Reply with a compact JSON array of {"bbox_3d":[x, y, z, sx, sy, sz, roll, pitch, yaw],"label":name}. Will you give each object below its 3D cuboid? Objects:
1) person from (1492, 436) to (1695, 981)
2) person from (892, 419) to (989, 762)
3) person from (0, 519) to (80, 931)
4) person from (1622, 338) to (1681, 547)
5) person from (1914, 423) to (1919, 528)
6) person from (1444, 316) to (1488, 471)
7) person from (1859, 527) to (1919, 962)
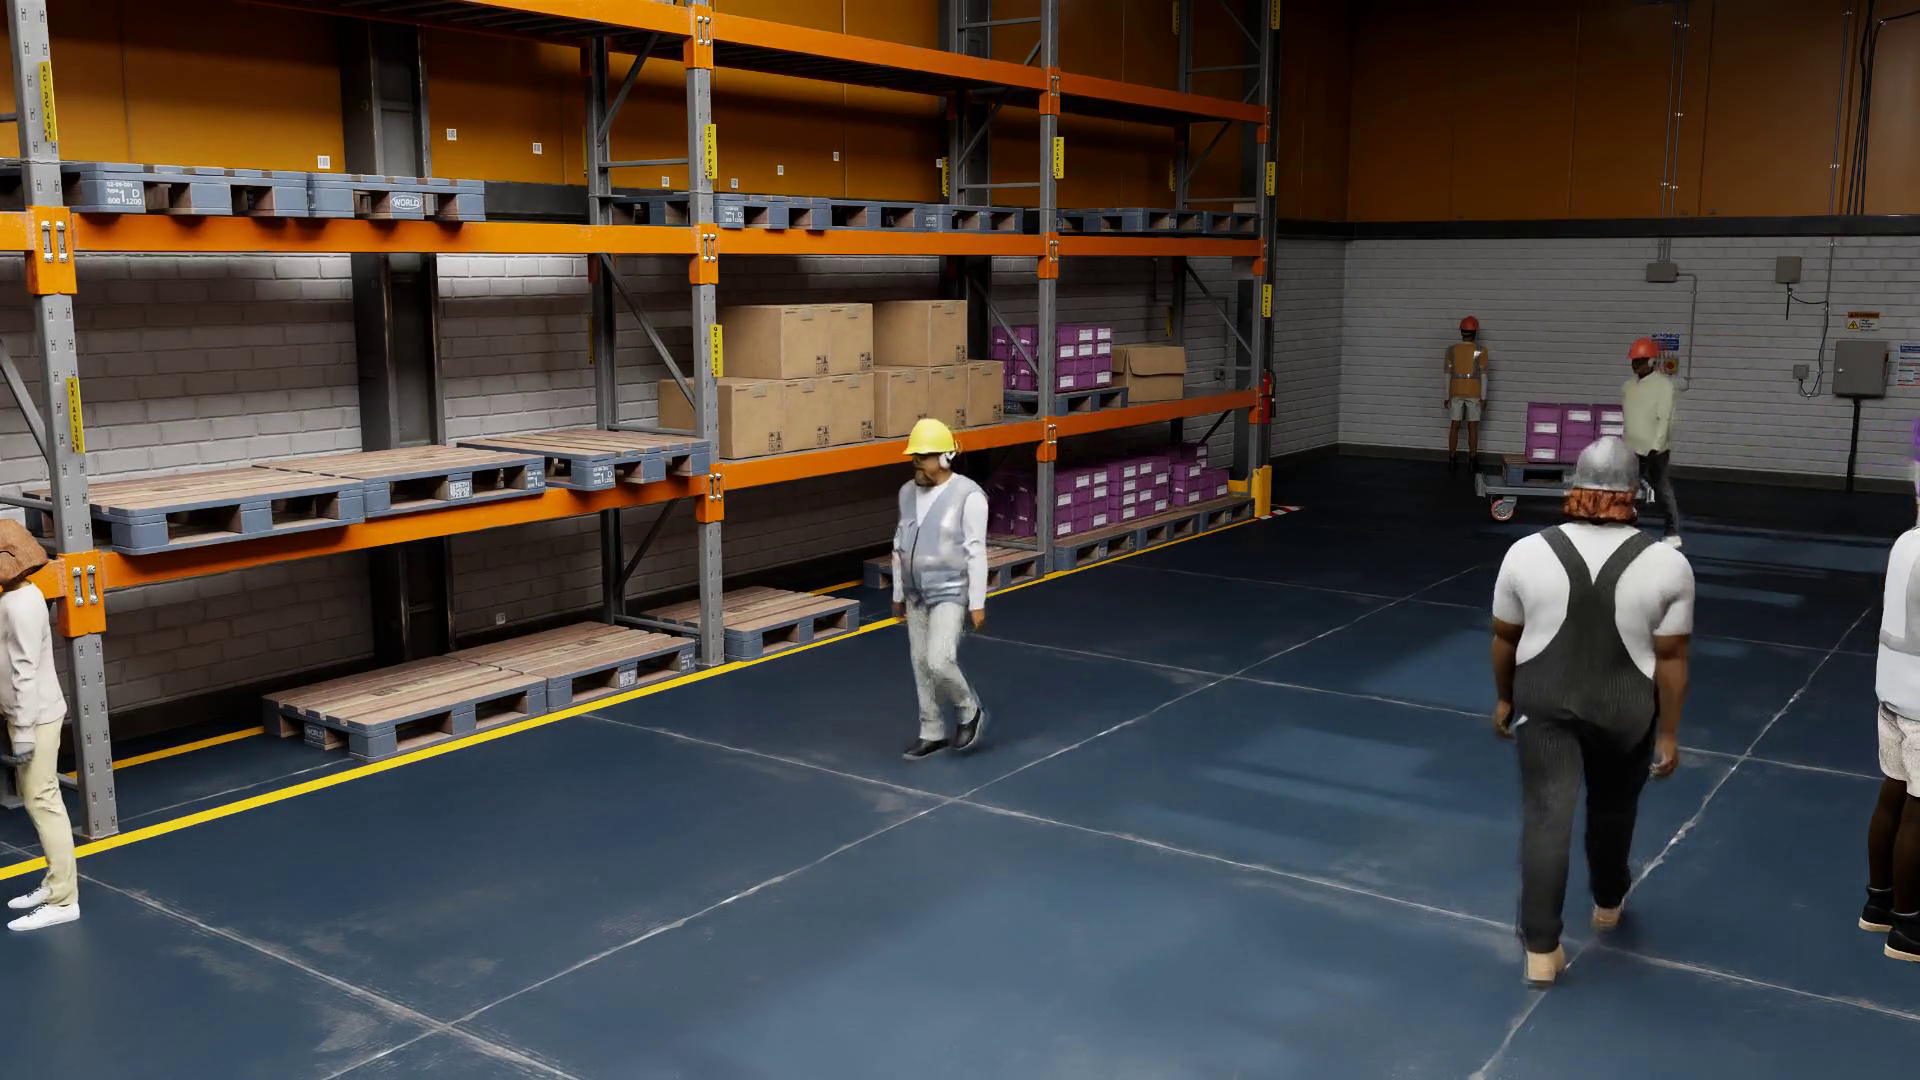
[{"bbox_3d":[2.357,0.569,6.252,0.692,2.000,1.007,4,11,25],"label":"person"},{"bbox_3d":[-0.129,0.270,8.693,0.612,1.813,0.423,9,13,43],"label":"person"},{"bbox_3d":[-3.700,0.721,6.588,0.282,1.624,0.493,-7,12,-34],"label":"person"},{"bbox_3d":[6.172,-0.843,15.001,1.050,1.941,0.620,-5,11,-26],"label":"person"},{"bbox_3d":[7.165,-0.315,11.967,0.975,1.882,0.565,-7,12,-34],"label":"person"},{"bbox_3d":[6.330,-1.825,20.813,0.542,1.939,0.369,6,11,32],"label":"person"},{"bbox_3d":[3.660,0.603,6.267,0.367,1.966,0.606,2,10,12],"label":"person"}]
